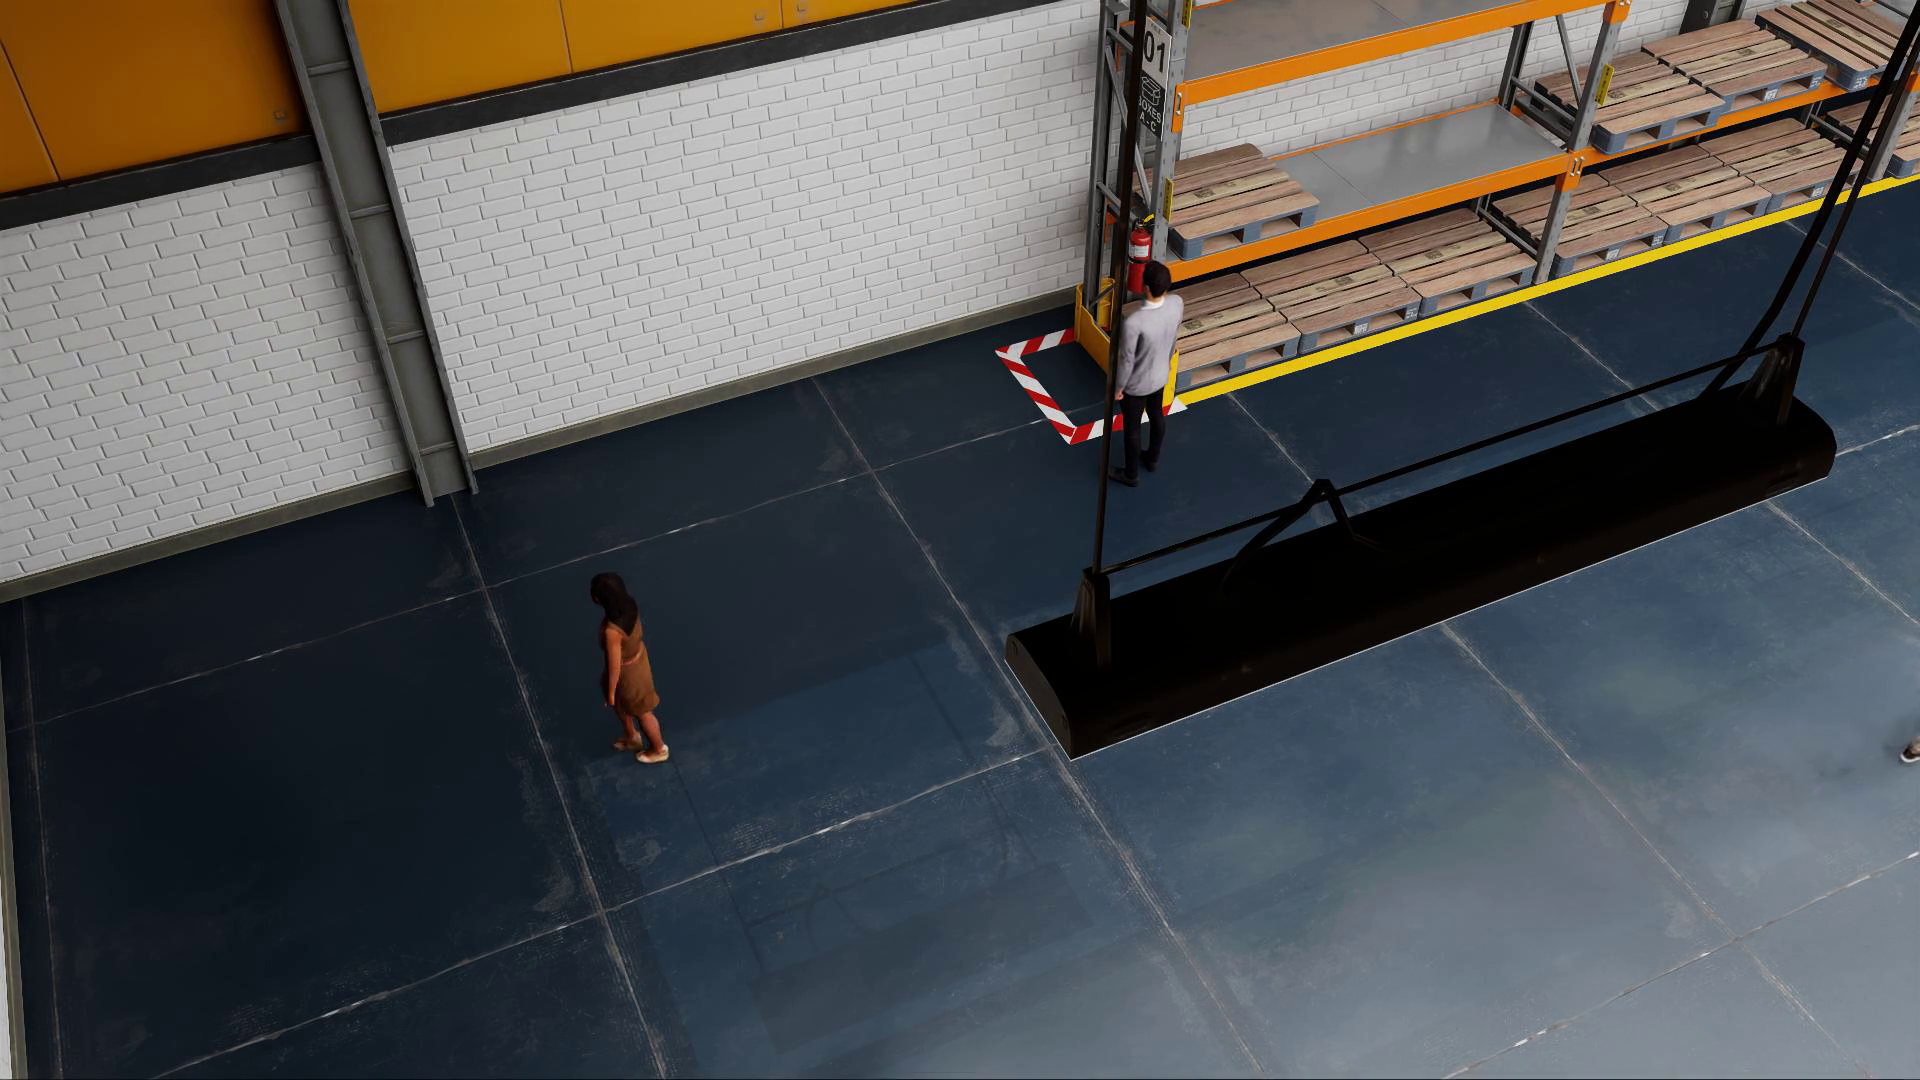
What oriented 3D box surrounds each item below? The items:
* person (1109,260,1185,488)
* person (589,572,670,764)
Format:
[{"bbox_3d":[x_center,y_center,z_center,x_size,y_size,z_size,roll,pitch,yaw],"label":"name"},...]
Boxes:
[{"bbox_3d":[1.356,-1.204,12.110,0.691,1.923,0.869,-32,52,-29],"label":"person"},{"bbox_3d":[-1.945,0.811,10.171,0.722,1.679,0.683,-2,44,-2],"label":"person"}]
